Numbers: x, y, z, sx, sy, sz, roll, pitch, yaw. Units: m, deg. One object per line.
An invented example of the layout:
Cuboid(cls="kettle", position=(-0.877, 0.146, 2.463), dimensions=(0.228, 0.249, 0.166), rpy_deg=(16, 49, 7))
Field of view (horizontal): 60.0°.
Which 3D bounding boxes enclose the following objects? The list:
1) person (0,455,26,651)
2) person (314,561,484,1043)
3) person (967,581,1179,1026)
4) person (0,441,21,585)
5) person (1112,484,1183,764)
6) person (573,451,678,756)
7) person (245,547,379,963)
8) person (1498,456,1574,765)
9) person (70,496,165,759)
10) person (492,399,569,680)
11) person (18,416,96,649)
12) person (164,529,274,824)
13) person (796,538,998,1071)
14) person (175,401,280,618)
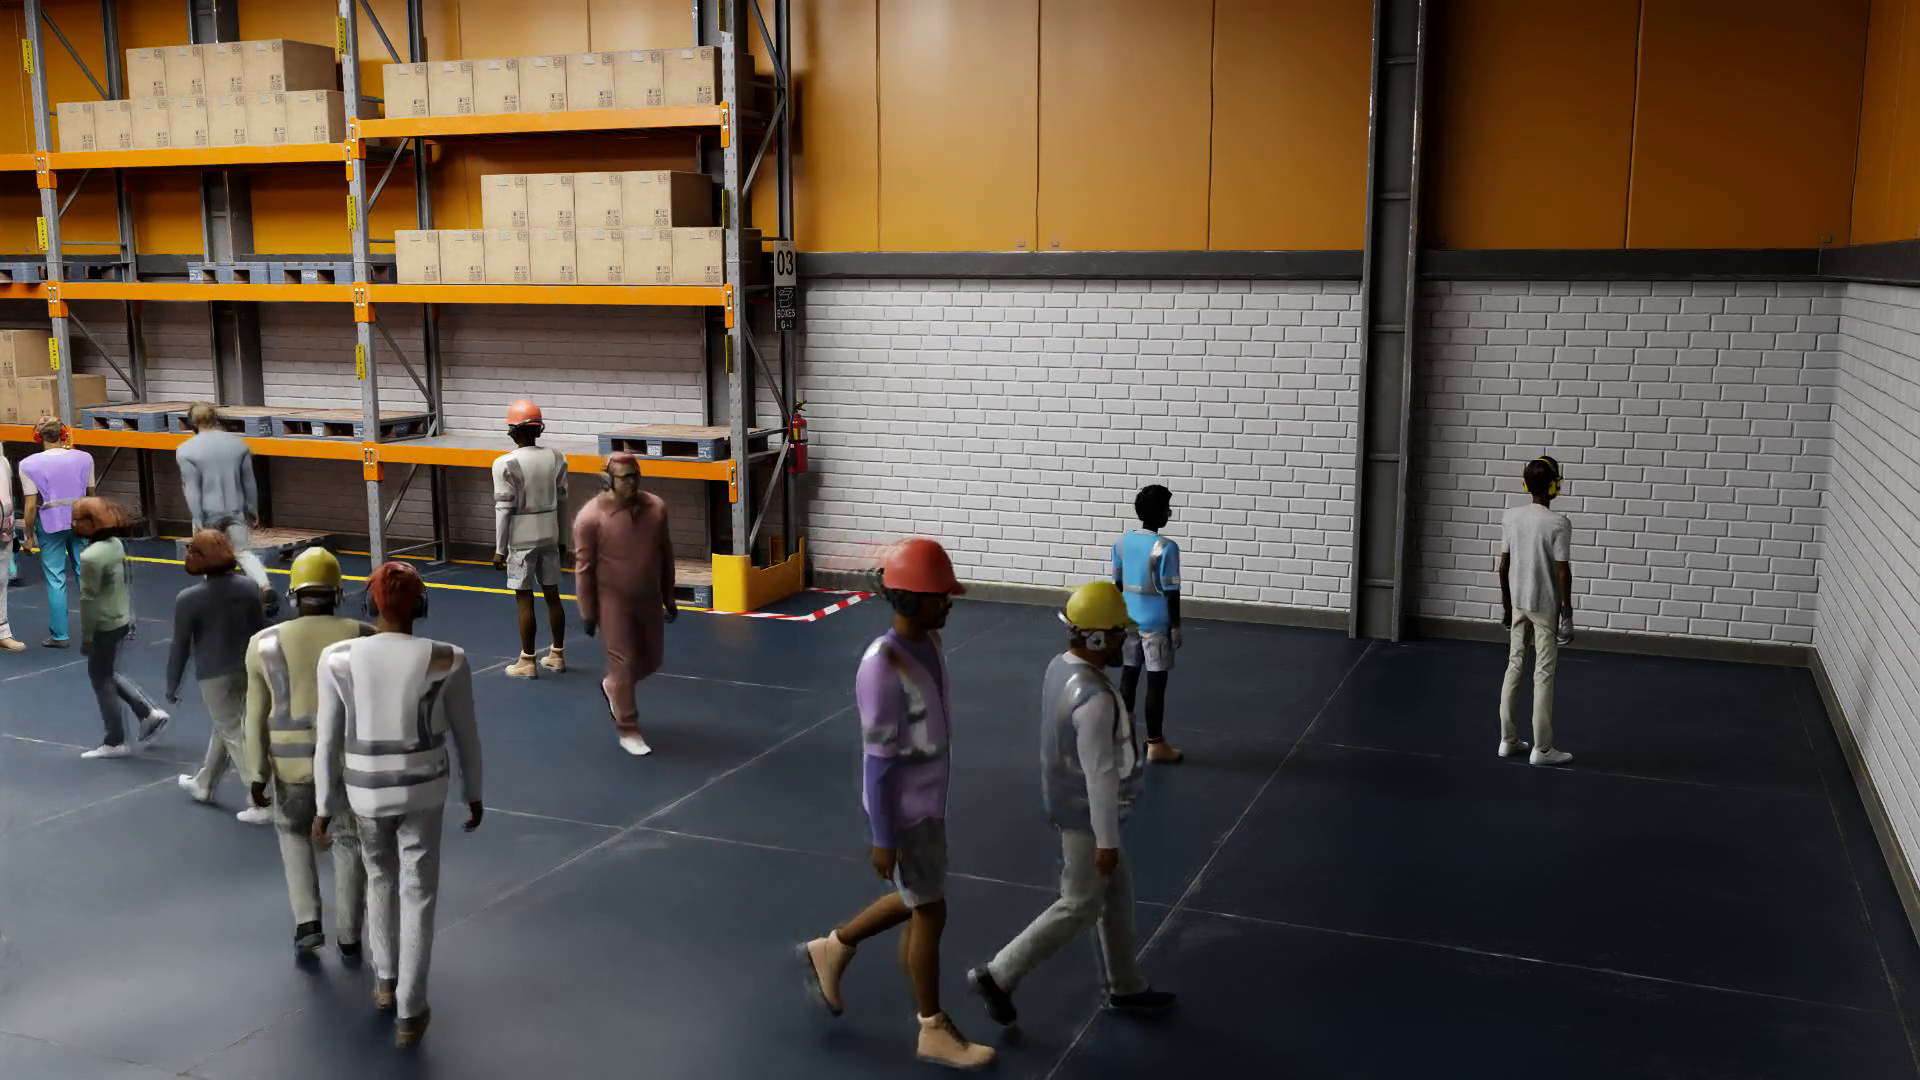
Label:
Cuboid(cls="person", position=(-7.513, -0.009, 12.802), dimensions=(0.429, 1.841, 0.634), rpy_deg=(3, 10, 18))
Cuboid(cls="person", position=(-2.208, 0.996, 6.625), dimensions=(0.622, 1.860, 0.722), rpy_deg=(-1, 9, -7))
Cuboid(cls="person", position=(0.455, 1.046, 6.526), dimensions=(0.823, 1.804, 0.602), rpy_deg=(-1, 9, -7))
Cuboid(cls="person", position=(-9.233, -0.426, 15.701), dimensions=(0.915, 1.722, 0.527), rpy_deg=(3, 10, 17))
Cuboid(cls="person", position=(1.148, 0.504, 10.122), dimensions=(0.317, 1.697, 0.540), rpy_deg=(-7, 12, -38))
Cuboid(cls="person", position=(-2.116, 0.365, 10.406), dimensions=(0.651, 1.883, 0.695), rpy_deg=(-9, 13, -44))
Cuboid(cls="person", position=(-2.745, 0.933, 7.179), dimensions=(0.610, 1.813, 0.437), rpy_deg=(-4, 10, -25))
Cuboid(cls="person", position=(3.503, 0.423, 10.083), dimensions=(0.328, 1.877, 0.513), rpy_deg=(-7, 11, -35))
Cuboid(cls="person", position=(-5.212, 0.539, 10.149), dimensions=(0.382, 1.623, 0.503), rpy_deg=(-2, 10, -10))
Cuboid(cls="person", position=(-3.142, -0.002, 12.148), dimensions=(0.375, 2.044, 0.605), rpy_deg=(8, 12, 41))
Cuboid(cls="person", position=(-7.074, -0.058, 13.107), dimensions=(0.388, 1.837, 0.564), rpy_deg=(7, 12, 38))
Cuboid(cls="person", position=(-4.061, 0.731, 9.055), dimensions=(0.843, 1.580, 0.522), rpy_deg=(5, 10, 26))
Cuboid(cls="person", position=(-0.251, 0.978, 6.286), dimensions=(0.795, 2.021, 0.616), rpy_deg=(3, 10, 18))
Cuboid(cls="person", position=(-6.118, -0.210, 13.893), dimensions=(0.843, 1.898, 0.652), rpy_deg=(7, 12, 37))
